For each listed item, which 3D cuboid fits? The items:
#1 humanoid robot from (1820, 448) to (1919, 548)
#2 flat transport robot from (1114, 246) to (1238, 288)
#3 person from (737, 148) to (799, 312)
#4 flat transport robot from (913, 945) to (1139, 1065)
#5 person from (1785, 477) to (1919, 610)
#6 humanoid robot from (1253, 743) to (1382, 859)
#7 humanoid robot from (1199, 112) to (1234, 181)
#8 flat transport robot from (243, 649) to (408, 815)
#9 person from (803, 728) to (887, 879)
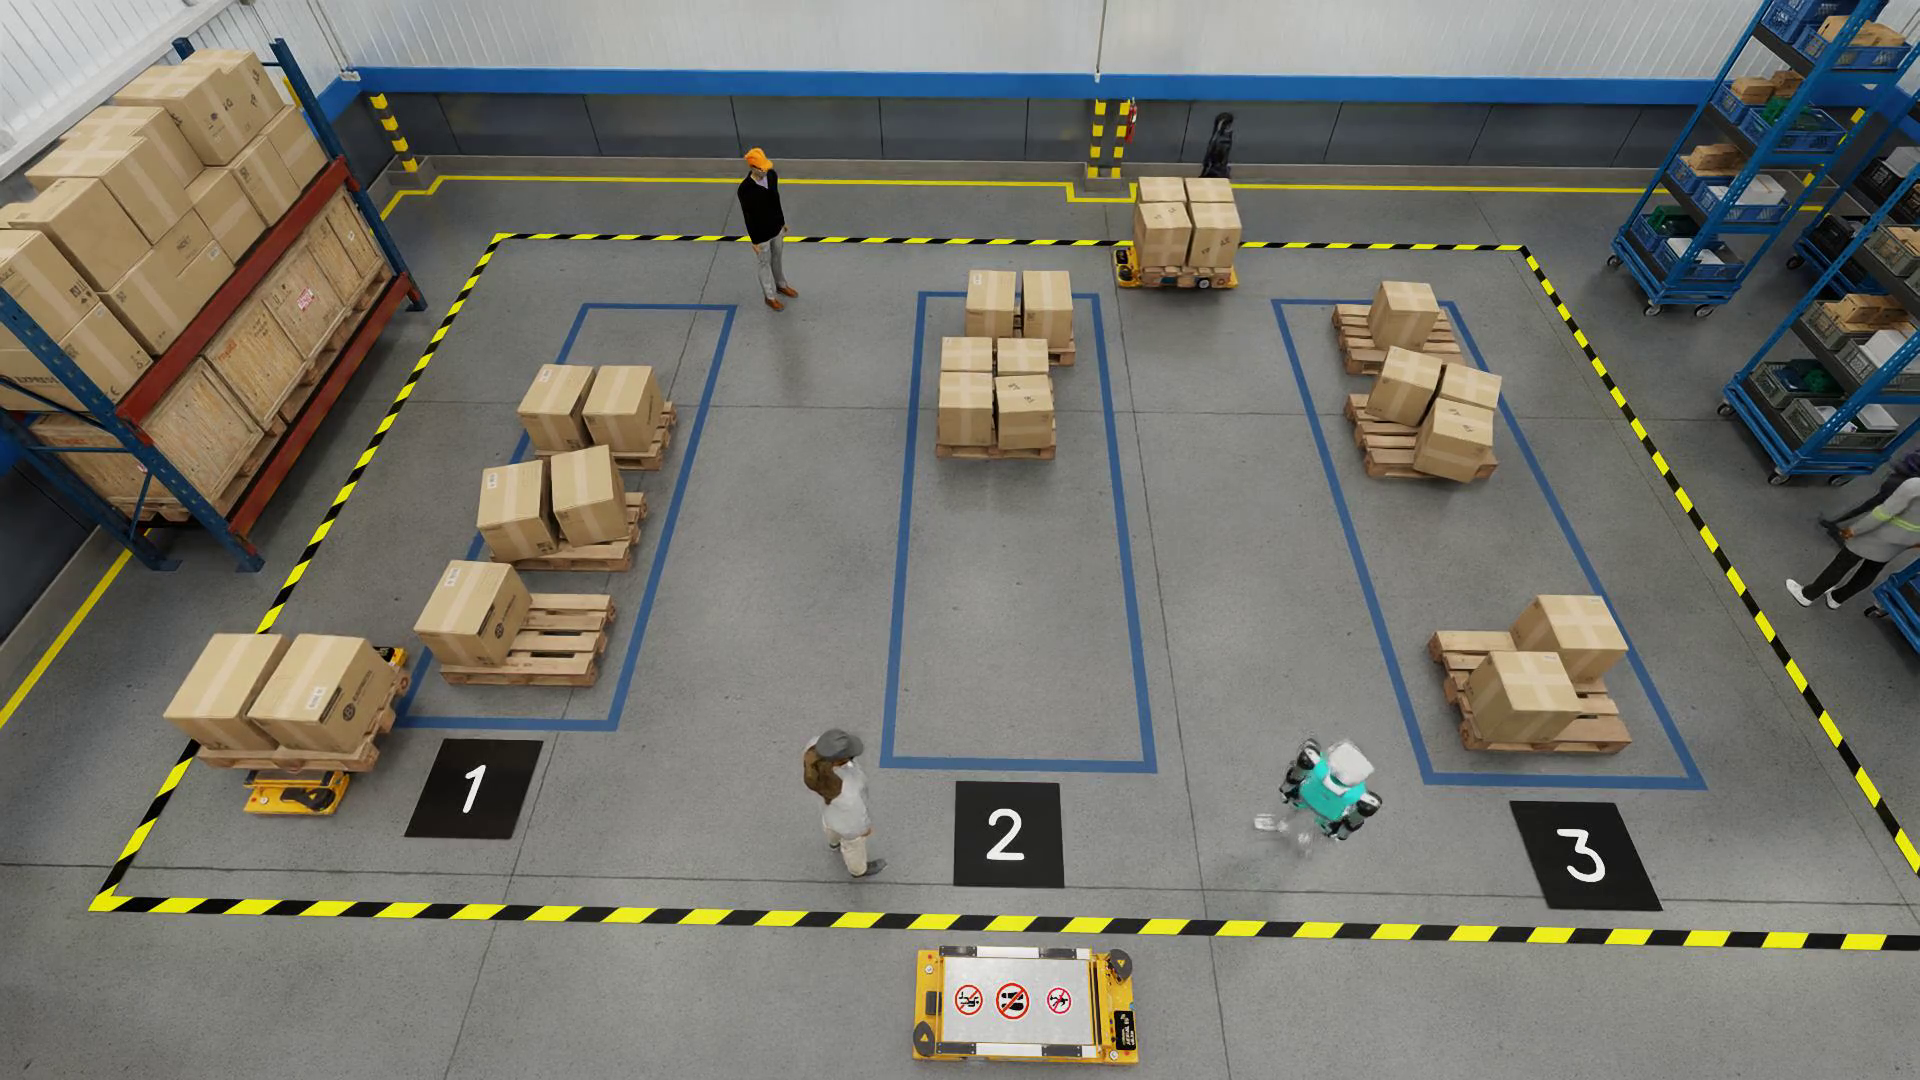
[{"bbox_3d":[8.338,-0.562,8.040,0.584,1.646,0.382,-27,56,-20],"label":"humanoid robot"},{"bbox_3d":[2.634,-3.367,11.213,1.431,0.197,0.652,1,51,1],"label":"flat transport robot"},{"bbox_3d":[-2.158,-3.481,10.282,0.362,1.885,0.587,24,55,18],"label":"person"},{"bbox_3d":[0.422,3.041,6.007,1.431,0.231,0.659,1,51,1],"label":"flat transport robot"},{"bbox_3d":[7.646,-0.088,7.536,0.598,1.850,0.394,8,51,7],"label":"person"},{"bbox_3d":[2.462,1.699,6.145,0.773,1.751,0.551,-37,60,-26],"label":"humanoid robot"},{"bbox_3d":[3.095,-4.436,11.220,0.781,1.621,0.585,-8,51,-7],"label":"humanoid robot"},{"bbox_3d":[-5.032,1.457,7.280,0.652,0.197,1.431,1,51,1],"label":"flat transport robot"},{"bbox_3d":[-0.779,1.751,6.094,0.406,1.761,0.565,-28,56,-21],"label":"person"}]
